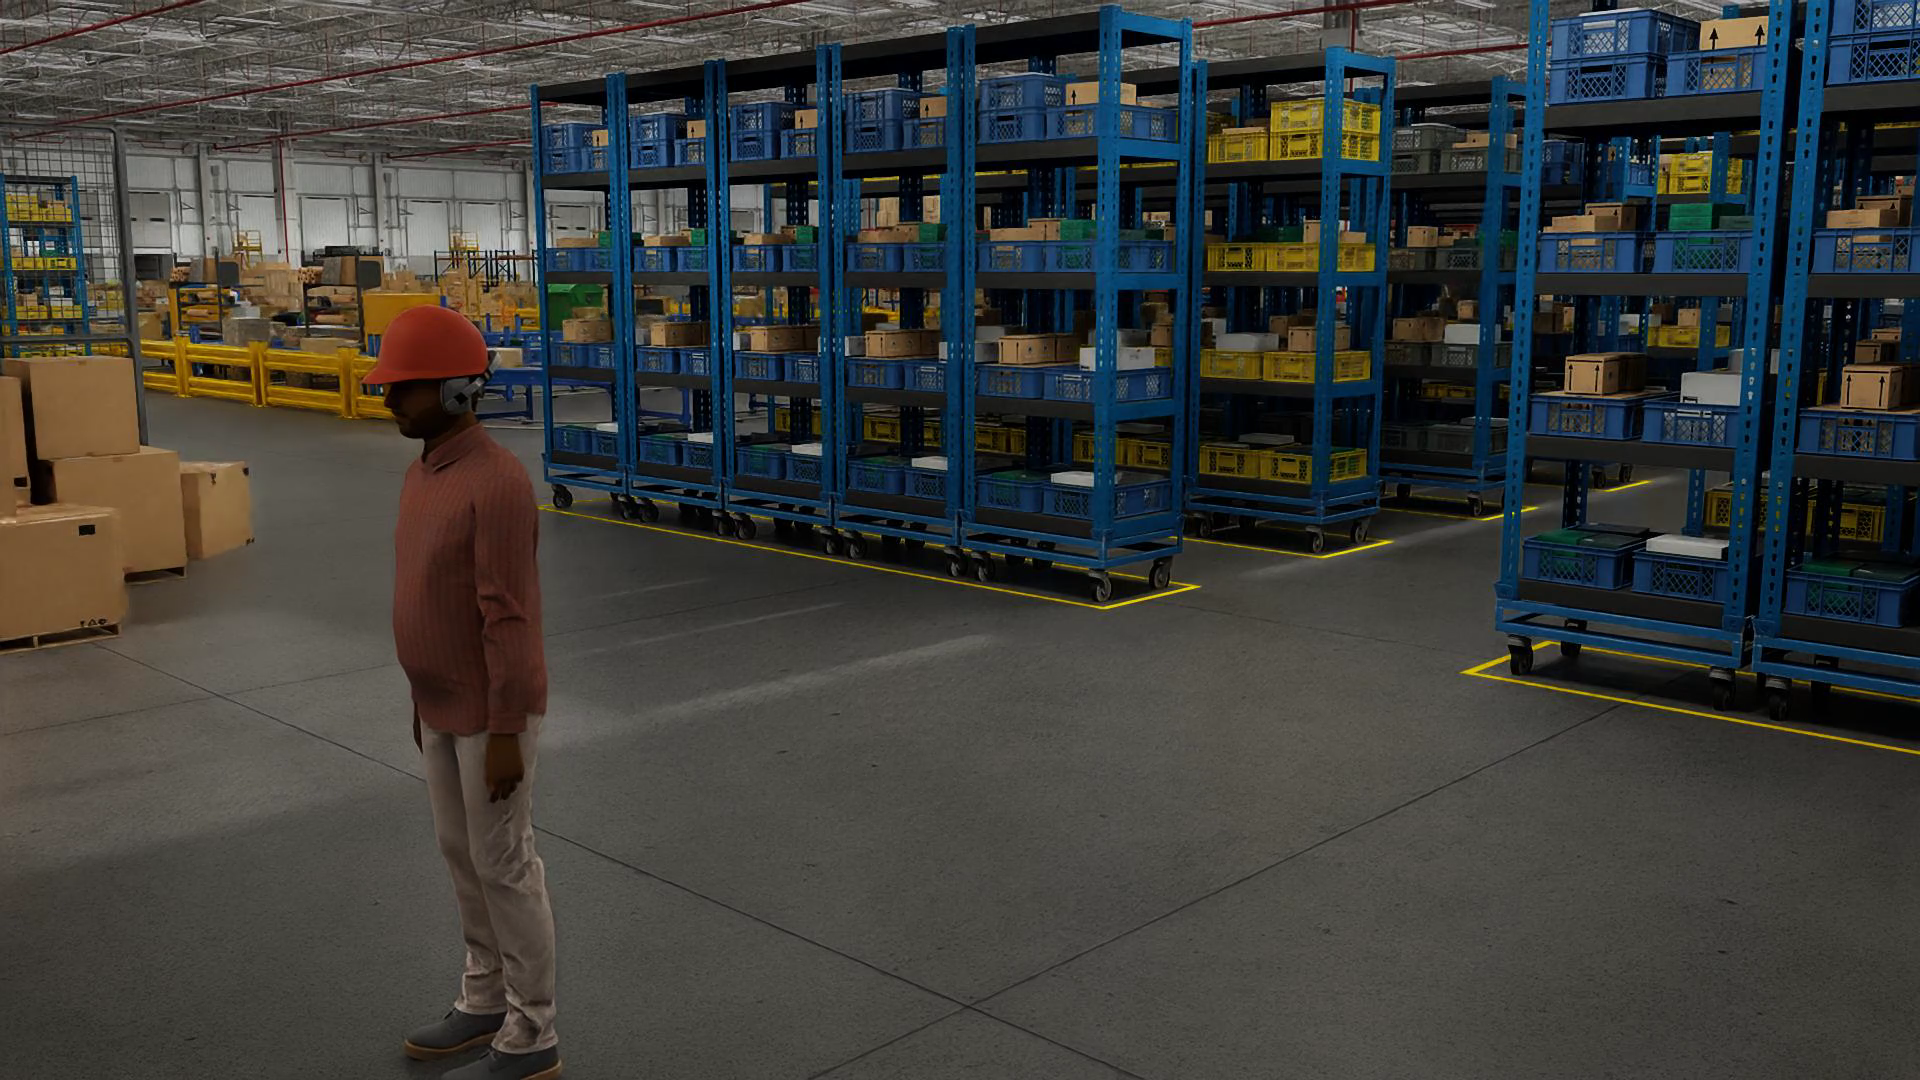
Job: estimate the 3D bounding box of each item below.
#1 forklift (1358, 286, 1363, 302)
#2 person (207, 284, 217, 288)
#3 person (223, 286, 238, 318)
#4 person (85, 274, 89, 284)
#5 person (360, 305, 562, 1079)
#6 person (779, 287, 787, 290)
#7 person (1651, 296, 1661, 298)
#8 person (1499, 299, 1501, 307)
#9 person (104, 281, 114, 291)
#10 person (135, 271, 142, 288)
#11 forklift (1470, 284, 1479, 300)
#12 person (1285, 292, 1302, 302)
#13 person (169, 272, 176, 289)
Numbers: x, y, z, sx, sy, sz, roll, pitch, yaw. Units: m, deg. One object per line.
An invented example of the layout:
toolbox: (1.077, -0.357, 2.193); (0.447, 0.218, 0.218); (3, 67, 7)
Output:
forklift: (11.100, -7.017, 46.970); (1.873, 2.768, 1.129); (9, 13, 43)
person: (-26.096, -8.370, 58.229); (0.819, 1.917, 0.634); (-4, 10, -22)
person: (-16.534, -4.990, 37.626); (0.328, 1.873, 0.520); (3, 10, 16)
person: (-41.178, -11.619, 78.362); (0.429, 1.844, 0.624); (-1, 9, -6)
person: (-1.254, 0.410, 4.188); (0.400, 1.987, 0.608); (-8, 12, -40)
person: (-7.945, -11.184, 75.558); (0.593, 1.897, 0.840); (-2, 9, -10)
person: (15.302, -4.873, 37.085); (0.425, 1.817, 0.595); (-9, 13, -44)
person: (9.506, -3.513, 28.548); (0.683, 1.872, 0.873); (8, 12, 39)
person: (-23.521, -6.286, 46.016); (0.895, 1.711, 0.543); (-5, 11, -29)
person: (-26.948, -7.778, 54.202); (0.682, 2.000, 0.537); (8, 13, 42)
forklift: (14.651, -6.952, 46.571); (1.873, 2.768, 1.129); (9, 13, 43)
person: (8.265, -5.682, 41.771); (0.609, 1.895, 0.956); (4, 10, 25)
person: (-38.373, -12.141, 81.134); (0.622, 1.984, 0.429); (3, 10, 20)
